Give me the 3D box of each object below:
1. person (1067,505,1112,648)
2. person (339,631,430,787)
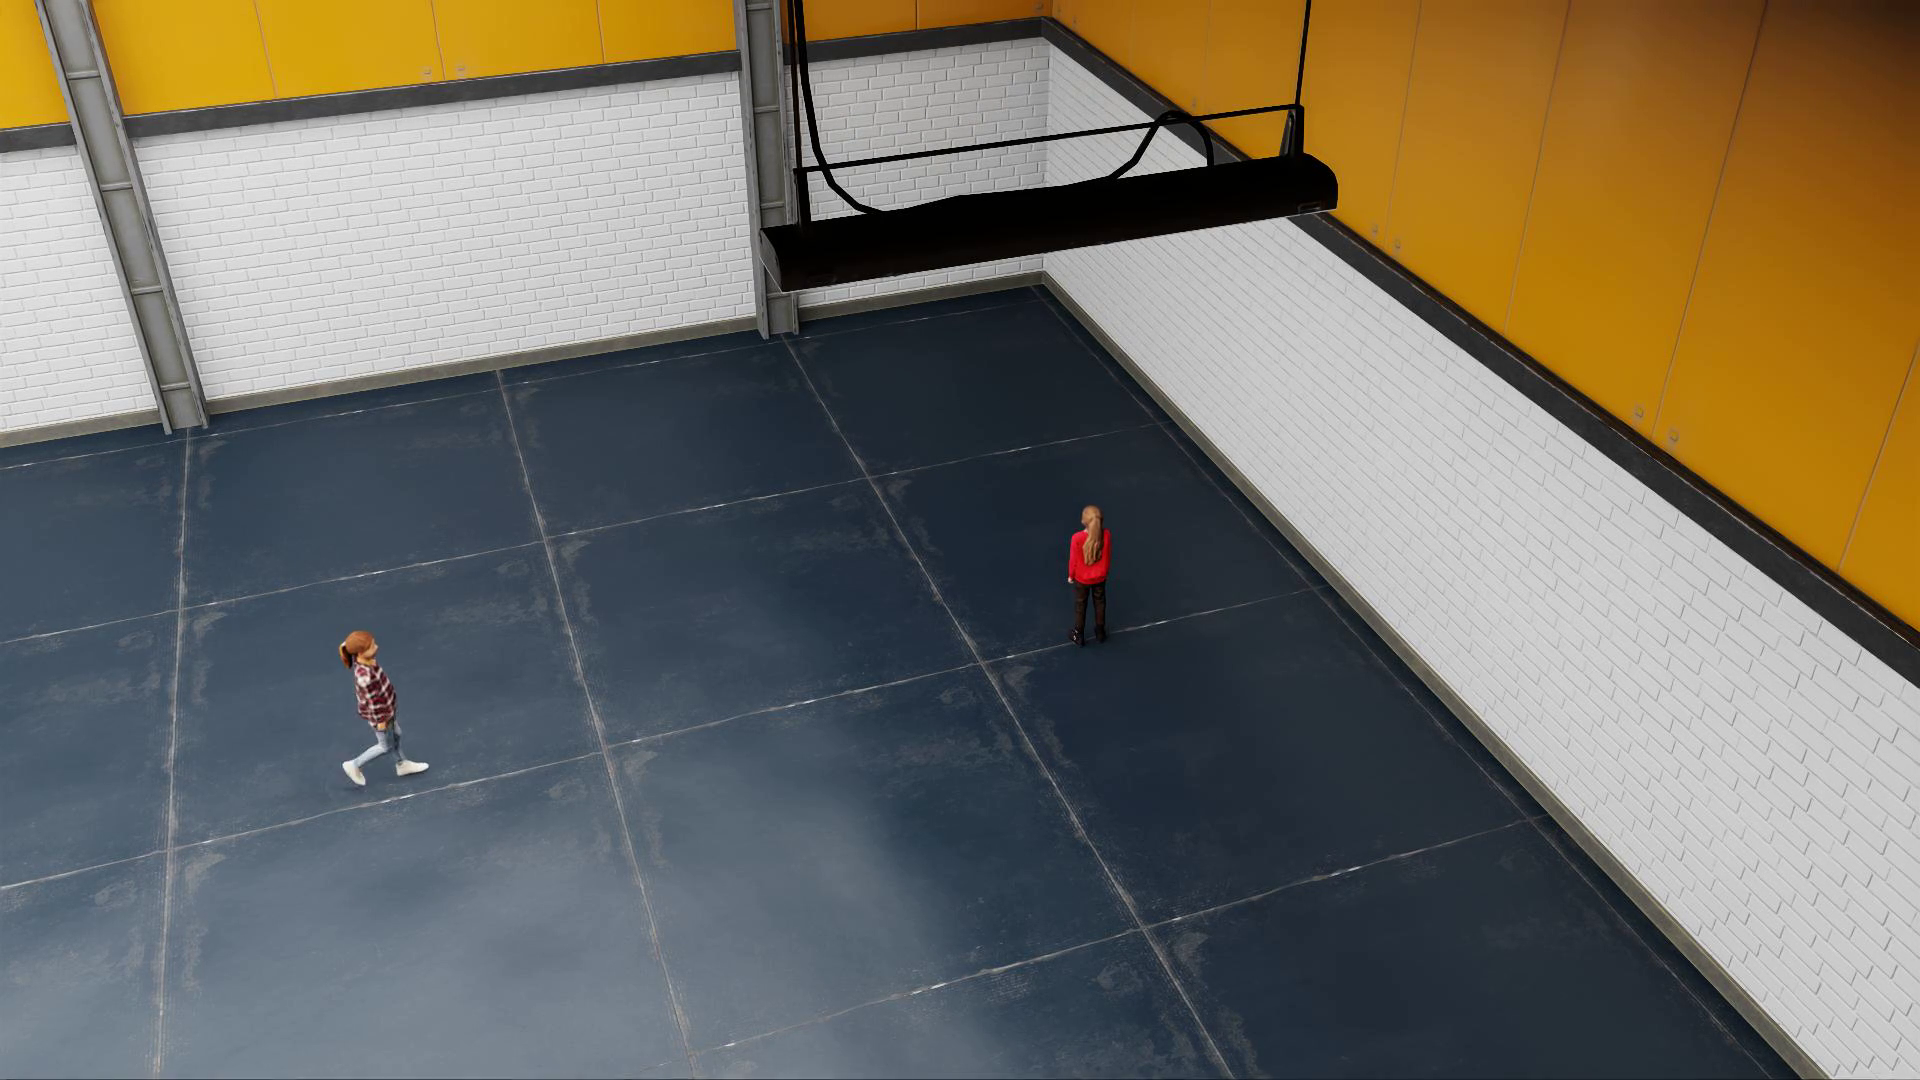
[{"bbox_3d":[1.025,0.271,13.109,0.460,1.281,0.567,-8,34,-12],"label":"person"},{"bbox_3d":[-4.157,1.198,11.700,0.800,1.295,0.573,-9,35,-13],"label":"person"}]
